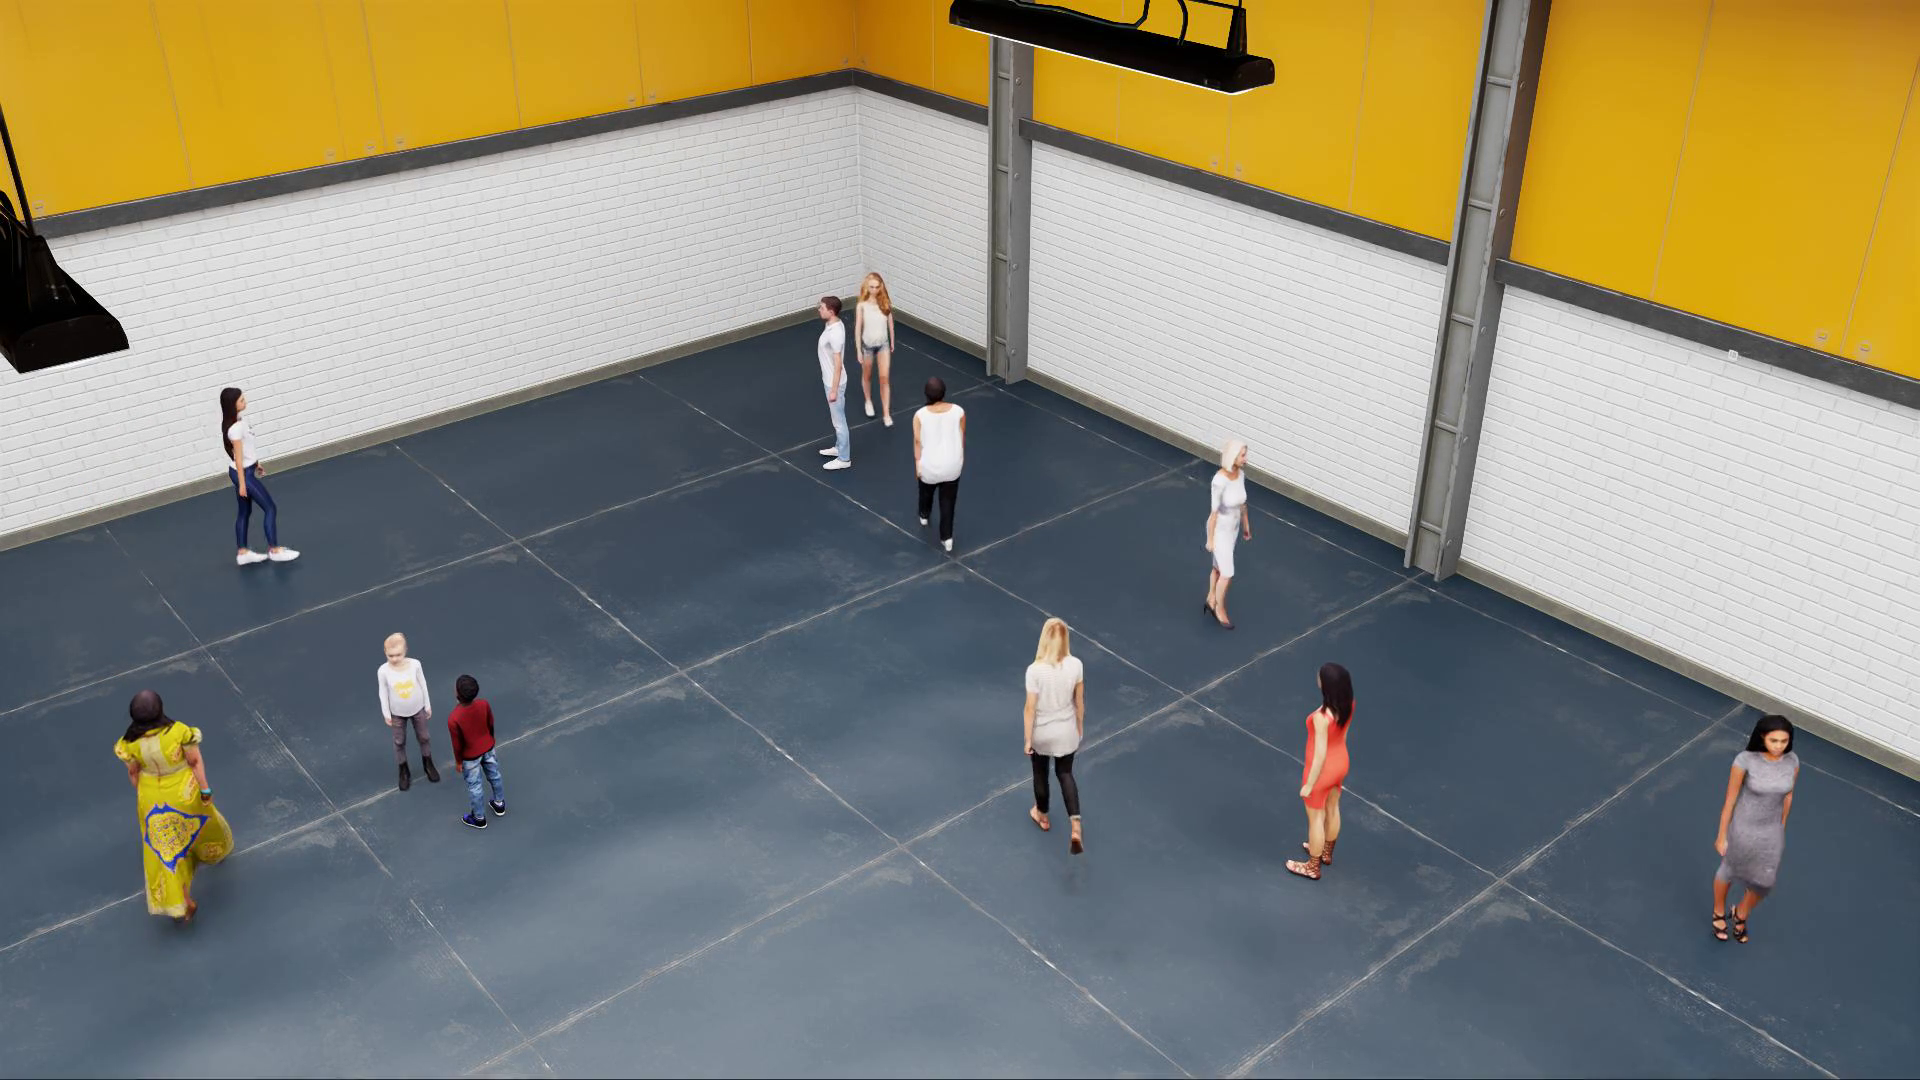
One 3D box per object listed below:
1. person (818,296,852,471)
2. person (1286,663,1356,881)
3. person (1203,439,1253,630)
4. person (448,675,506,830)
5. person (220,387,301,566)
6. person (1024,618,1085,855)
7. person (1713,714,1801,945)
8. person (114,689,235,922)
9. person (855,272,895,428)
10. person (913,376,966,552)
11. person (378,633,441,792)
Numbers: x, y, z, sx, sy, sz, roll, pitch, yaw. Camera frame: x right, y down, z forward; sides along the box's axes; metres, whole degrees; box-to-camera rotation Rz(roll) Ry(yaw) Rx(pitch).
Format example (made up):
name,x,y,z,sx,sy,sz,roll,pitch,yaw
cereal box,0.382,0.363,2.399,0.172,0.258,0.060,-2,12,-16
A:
name,x,y,z,sx,sy,sz,roll,pitch,yaw
person,-1.281,-1.637,17.130,0.786,1.851,0.676,-3,29,-6
person,2.507,1.577,11.377,0.566,1.719,0.610,24,37,37
person,2.226,-0.090,14.416,0.660,1.736,0.645,22,35,34
person,-3.488,1.505,11.992,0.541,1.256,0.540,21,35,33
person,-6.647,-0.548,15.233,0.759,1.758,0.772,-15,32,-25
person,0.678,1.405,11.600,0.848,1.807,1.087,-9,30,-15
person,5.116,1.842,10.837,0.738,1.772,0.792,1,29,2
person,-5.265,1.783,11.113,1.058,1.612,1.443,-9,30,-16
person,-0.959,-2.122,18.154,0.930,1.723,1.165,-6,29,-12
person,-0.196,-0.696,15.610,1.004,1.656,1.140,-2,29,-4
person,-4.132,1.255,12.428,0.540,1.278,0.549,-13,31,-22
